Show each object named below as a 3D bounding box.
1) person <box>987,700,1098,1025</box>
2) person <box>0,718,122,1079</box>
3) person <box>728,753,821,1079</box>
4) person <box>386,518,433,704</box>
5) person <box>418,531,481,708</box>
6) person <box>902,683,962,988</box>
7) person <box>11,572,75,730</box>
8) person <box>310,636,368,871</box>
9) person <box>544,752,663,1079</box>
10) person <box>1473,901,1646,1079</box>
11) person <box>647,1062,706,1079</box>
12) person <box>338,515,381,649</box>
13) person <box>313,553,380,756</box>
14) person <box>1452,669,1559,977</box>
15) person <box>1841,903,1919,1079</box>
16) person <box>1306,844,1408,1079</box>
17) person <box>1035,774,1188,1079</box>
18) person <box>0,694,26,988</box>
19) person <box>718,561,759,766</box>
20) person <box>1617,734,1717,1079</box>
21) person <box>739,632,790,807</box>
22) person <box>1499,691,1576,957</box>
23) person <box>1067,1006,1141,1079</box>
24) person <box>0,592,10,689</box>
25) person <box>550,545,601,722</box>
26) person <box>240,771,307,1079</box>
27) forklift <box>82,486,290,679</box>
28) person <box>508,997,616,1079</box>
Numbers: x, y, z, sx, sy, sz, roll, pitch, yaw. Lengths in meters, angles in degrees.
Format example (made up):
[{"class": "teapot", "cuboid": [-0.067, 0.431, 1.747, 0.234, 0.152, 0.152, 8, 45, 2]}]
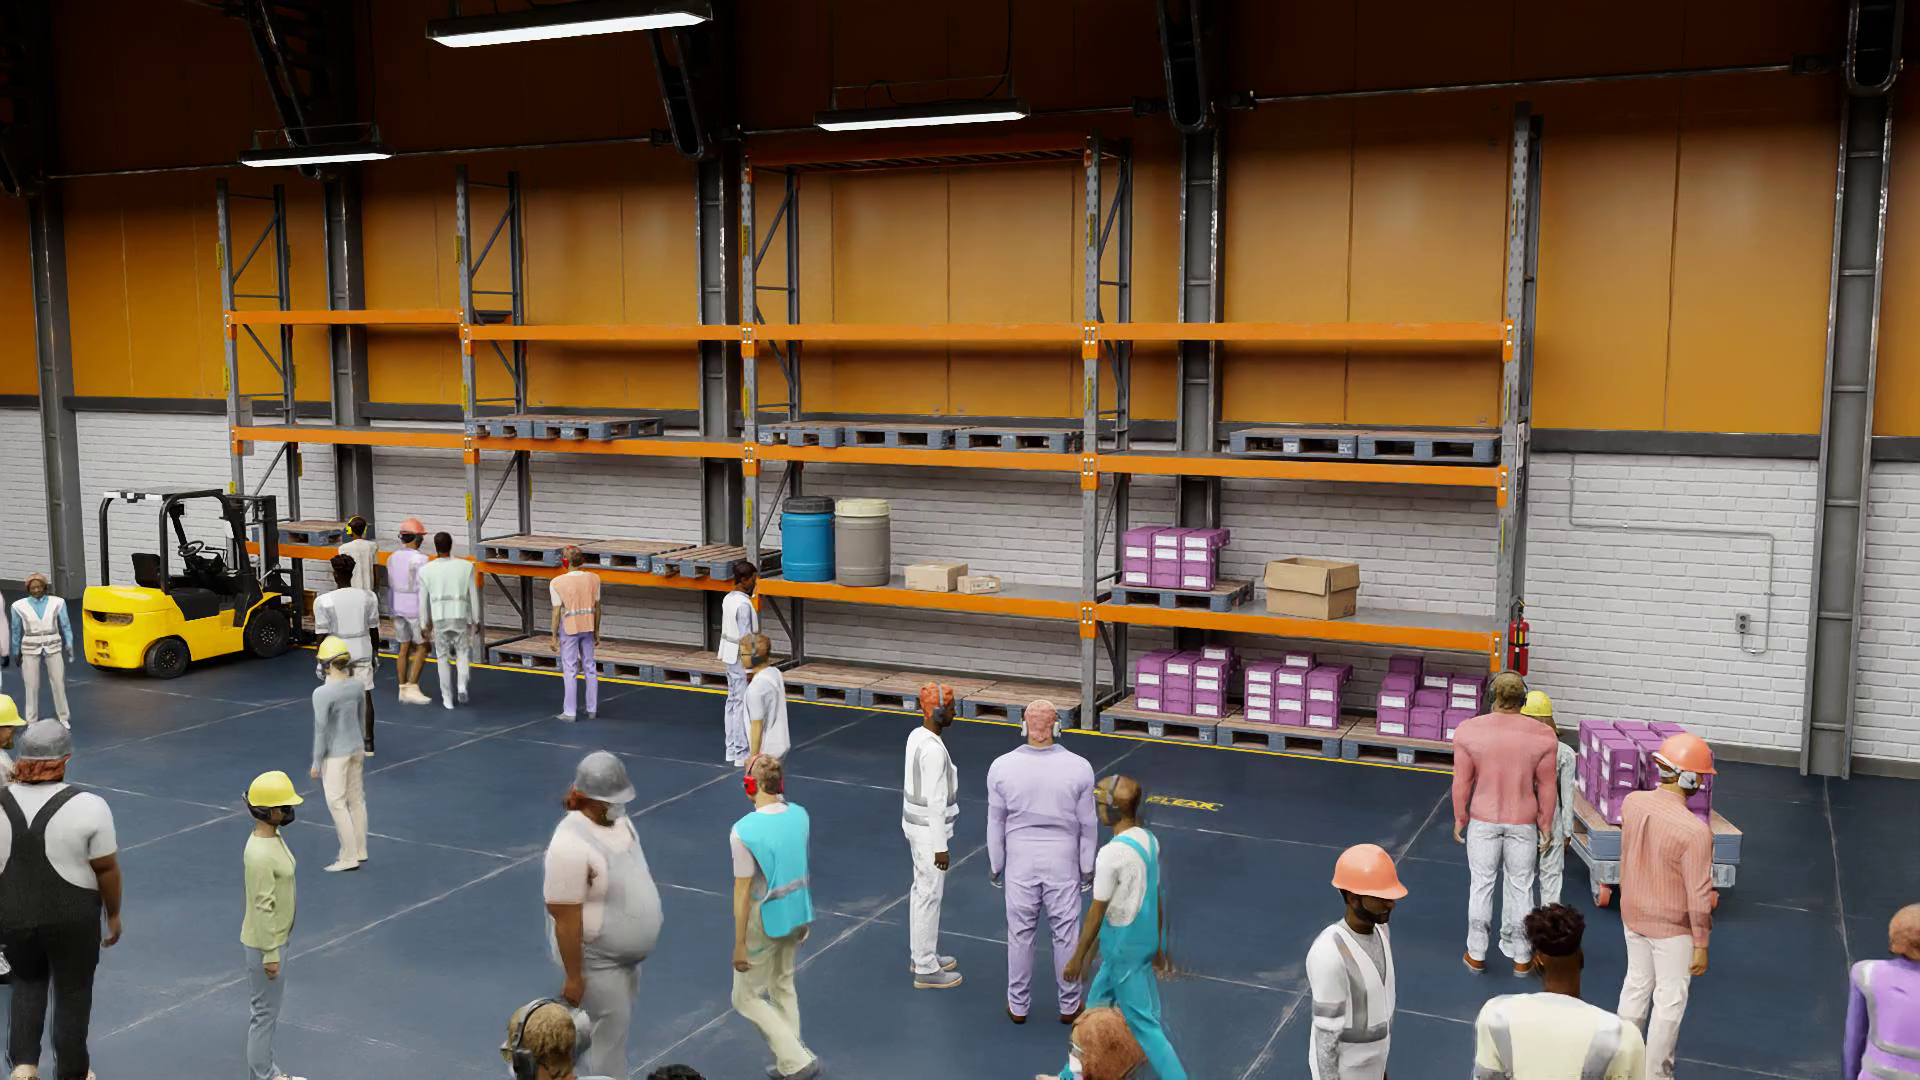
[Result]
[{"class": "person", "cuboid": [0.479, 1.870, 9.681, 0.638, 1.902, 0.407, 1, 7, 4]}, {"class": "person", "cuboid": [-4.726, 1.922, 8.678, 0.702, 2.000, 0.539, -1, 7, -9]}, {"class": "person", "cuboid": [-0.951, 2.031, 8.712, 0.504, 1.814, 0.603, 4, 8, 32]}, {"class": "person", "cuboid": [-6.007, 0.778, 18.212, 0.652, 2.023, 0.534, 4, 8, 31]}, {"class": "person", "cuboid": [-5.513, 0.861, 17.962, 0.647, 1.908, 0.423, -3, 7, -21]}, {"class": "person", "cuboid": [-0.174, 1.810, 10.275, 0.360, 1.880, 0.575, -1, 7, -11]}, {"class": "person", "cuboid": [-9.278, 1.138, 16.826, 0.536, 1.635, 0.311, -5, 8, -34]}, {"class": "person", "cuboid": [-4.656, 1.602, 12.493, 0.360, 1.770, 0.534, 2, 7, 18]}, {"class": "person", "cuboid": [-1.870, 1.973, 8.253, 0.805, 2.000, 0.730, 1, 7, 9]}, {"class": "person", "cuboid": [2.171, 2.299, 6.055, 0.646, 1.924, 0.780, 6, 9, 40]}, {"class": "person", "cuboid": [-0.869, 2.509, 5.329, 0.550, 1.668, 0.466, -1, 7, -9]}, {"class": "person", "cuboid": [-7.224, 0.637, 19.997, 0.328, 1.872, 0.514, 6, 9, 42]}, {"class": "person", "cuboid": [-5.799, 1.102, 15.755, 0.607, 1.966, 0.367, -5, 9, -38]}, {"class": "person", "cuboid": [3.393, 1.764, 10.401, 0.630, 1.940, 0.372, 2, 7, 15]}, {"class": "person", "cuboid": [3.957, 2.331, 6.974, 0.349, 1.629, 0.530, -5, 9, -38]}, {"class": "person", "cuboid": [1.636, 2.193, 6.854, 0.371, 1.939, 0.543, 5, 9, 38]}, {"class": "person", "cuboid": [0.847, 2.076, 8.424, 0.976, 1.797, 0.520, 3, 8, 26]}, {"class": "person", "cuboid": [-5.921, 1.845, 10.226, 0.403, 1.818, 0.606, -4, 8, -31]}, {"class": "person", "cuboid": [-2.054, 1.153, 15.554, 0.390, 1.914, 0.588, -3, 8, -23]}, {"class": "person", "cuboid": [3.644, 1.968, 8.573, 0.411, 1.979, 0.625, -2, 7, -17]}, {"class": "person", "cuboid": [-1.445, 1.583, 12.330, 0.348, 1.833, 0.506, 1, 7, 12]}, {"class": "person", "cuboid": [3.684, 1.831, 10.690, 0.483, 1.737, 0.320, 2, 7, 17]}, {"class": "person", "cuboid": [0.569, 2.453, 5.995, 0.397, 1.618, 0.510, -3, 8, -24]}, {"class": "person", "cuboid": [-9.637, 1.113, 16.254, 0.647, 1.836, 0.430, -2, 7, -19]}, {"class": "person", "cuboid": [-3.991, 0.972, 17.306, 0.566, 1.850, 0.389, -6, 9, -41]}, {"class": "person", "cuboid": [-3.547, 2.065, 8.624, 0.328, 1.767, 0.531, -2, 7, -18]}, {"class": "forklift", "cuboid": [-9.426, 0.454, 20.179, 1.214, 2.155, 2.313, 3, 8, 26]}, {"class": "person", "cuboid": [-1.275, 2.394, 5.265, 0.387, 1.928, 0.636, 4, 8, 28]}]
